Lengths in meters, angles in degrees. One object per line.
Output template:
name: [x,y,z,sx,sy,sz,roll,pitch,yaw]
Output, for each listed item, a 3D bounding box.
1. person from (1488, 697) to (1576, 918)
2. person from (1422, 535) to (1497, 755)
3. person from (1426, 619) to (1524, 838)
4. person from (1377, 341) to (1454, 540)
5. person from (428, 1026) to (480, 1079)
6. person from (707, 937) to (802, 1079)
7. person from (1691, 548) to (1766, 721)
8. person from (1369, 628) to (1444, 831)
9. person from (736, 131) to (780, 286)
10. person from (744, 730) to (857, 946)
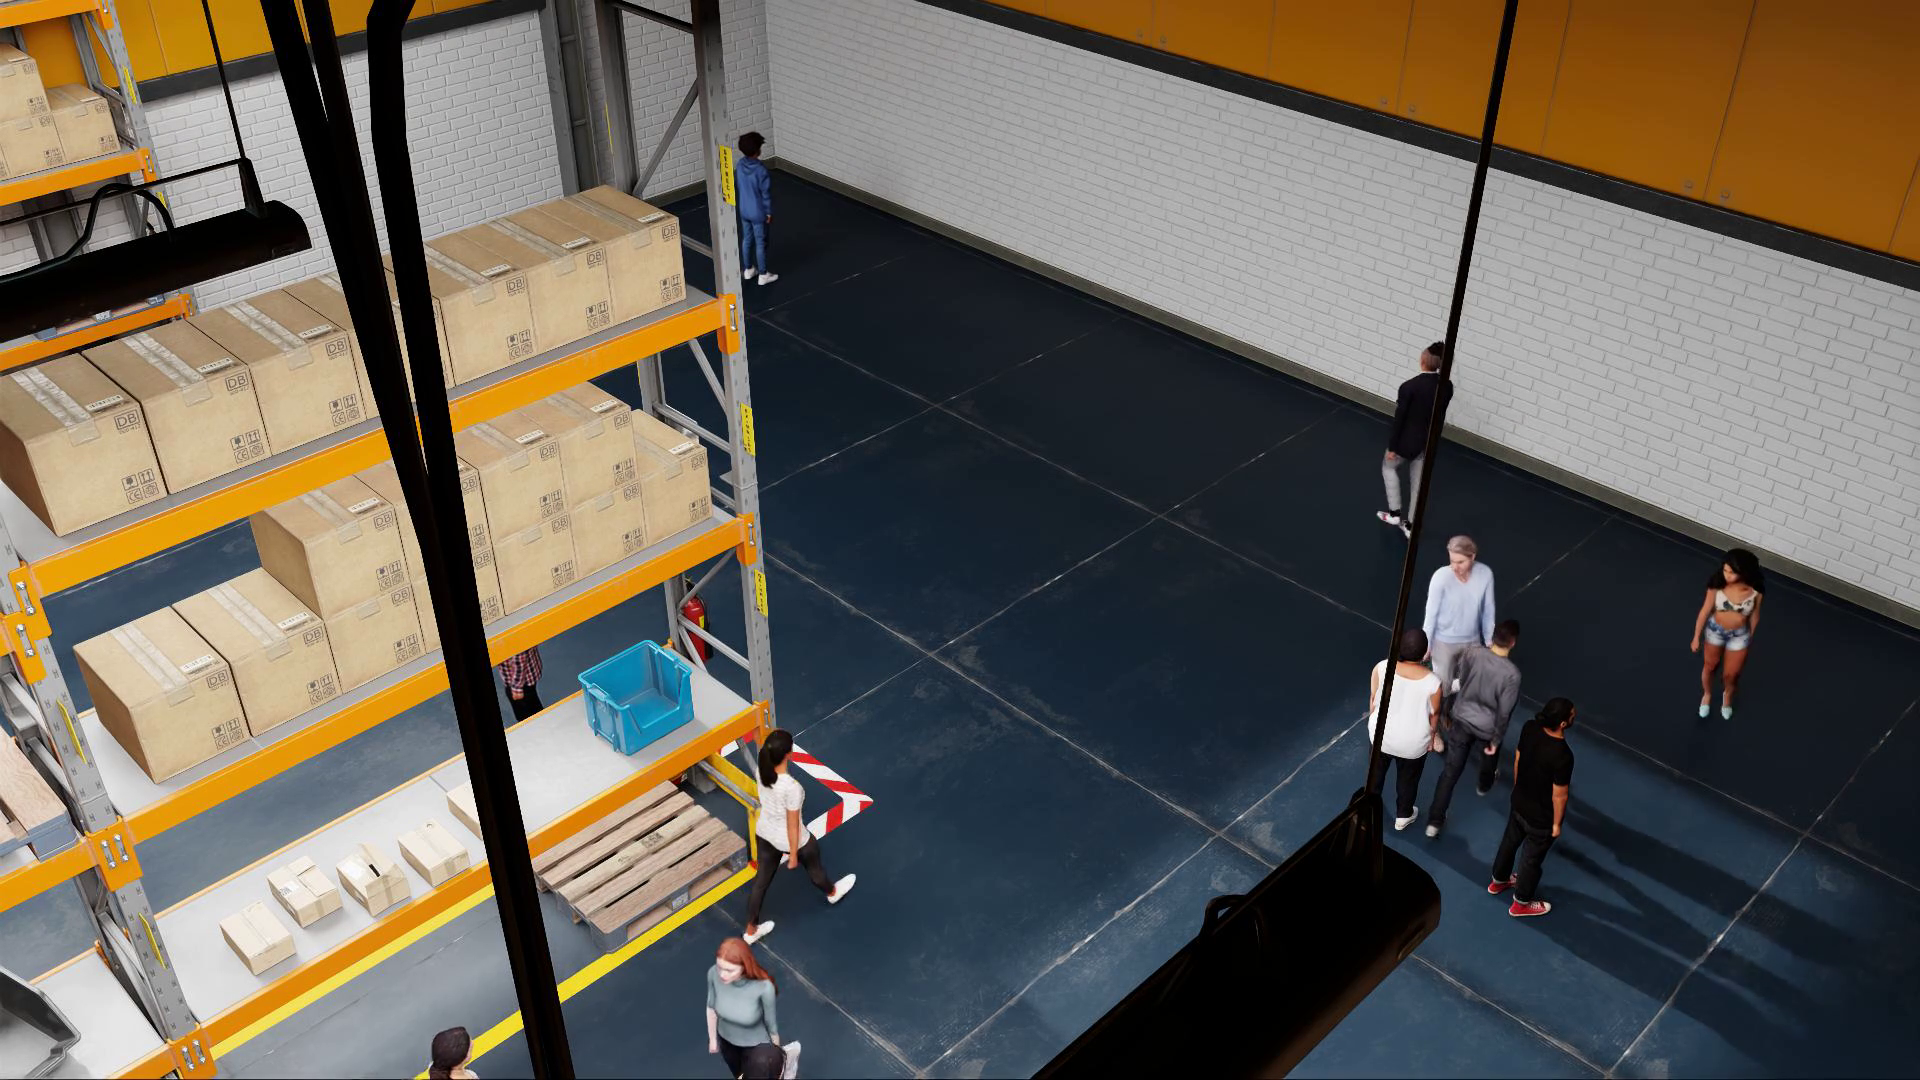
person: [3.807,1.746,10.991,0.714,1.758,0.714,-12,35,-17]
person: [3.665,0.727,12.433,0.841,1.859,0.916,-7,34,-11]
person: [3.582,1.338,11.648,0.718,1.710,1.210,24,40,31]
person: [4.087,-0.847,14.733,0.815,1.936,0.919,-8,35,-12]
person: [-2.668,3.267,8.709,0.870,1.753,0.635,-25,41,-32]
person: [-1.166,2.805,9.436,0.847,1.717,1.132,14,36,20]
person: [5.858,0.731,12.674,0.693,1.586,0.725,8,35,12]
person: [3.109,1.310,11.712,0.711,1.688,0.685,18,38,25]
person: [-2.394,-3.870,19.397,0.687,1.807,0.577,24,40,31]
person: [-1.226,1.976,10.800,0.596,1.588,1.087,28,43,36]
